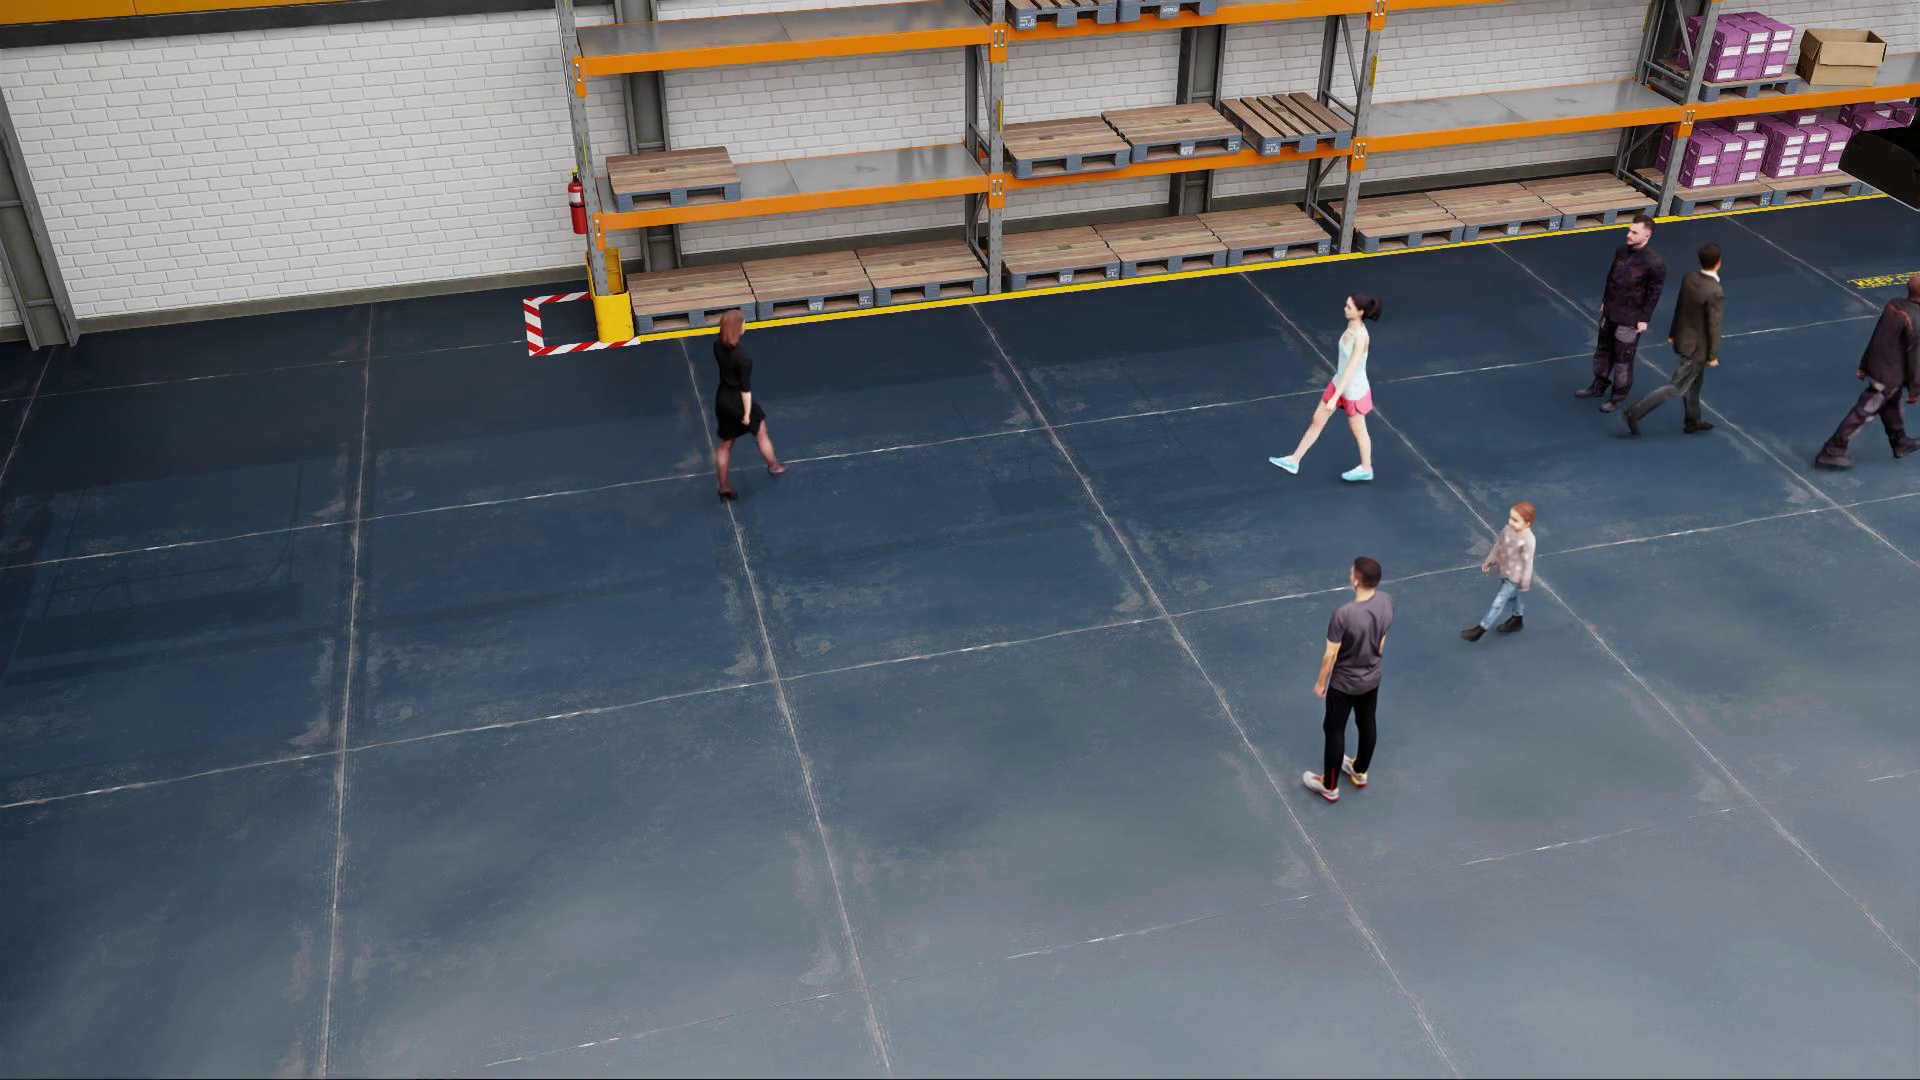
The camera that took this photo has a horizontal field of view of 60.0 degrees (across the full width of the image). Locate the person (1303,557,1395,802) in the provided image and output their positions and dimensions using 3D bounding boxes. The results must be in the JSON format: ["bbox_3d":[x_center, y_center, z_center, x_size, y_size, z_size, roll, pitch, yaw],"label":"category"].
[{"bbox_3d":[2.515,0.883,10.607,0.567,1.760,0.741,-17,37,-24],"label":"person"}]

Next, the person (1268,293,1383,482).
[{"bbox_3d":[3.311,-1.216,13.795,1.165,1.726,0.721,-2,34,-4],"label":"person"}]

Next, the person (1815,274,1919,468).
[{"bbox_3d":[7.714,-1.387,13.998,1.301,1.786,0.952,1,34,1],"label":"person"}]

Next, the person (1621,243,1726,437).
[{"bbox_3d":[6.281,-1.681,14.471,1.174,1.753,0.823,-2,34,-3],"label":"person"}]

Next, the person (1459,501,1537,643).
[{"bbox_3d":[4.069,0.227,12.131,0.813,1.165,0.485,-9,35,-14],"label":"person"}]

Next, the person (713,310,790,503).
[{"bbox_3d":[-1.900,-1.055,13.596,0.912,1.679,1.039,24,41,32],"label":"person"}]

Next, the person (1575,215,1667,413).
[{"bbox_3d":[5.985,-2.057,14.945,0.661,1.854,0.759,-15,36,-21],"label":"person"}]
